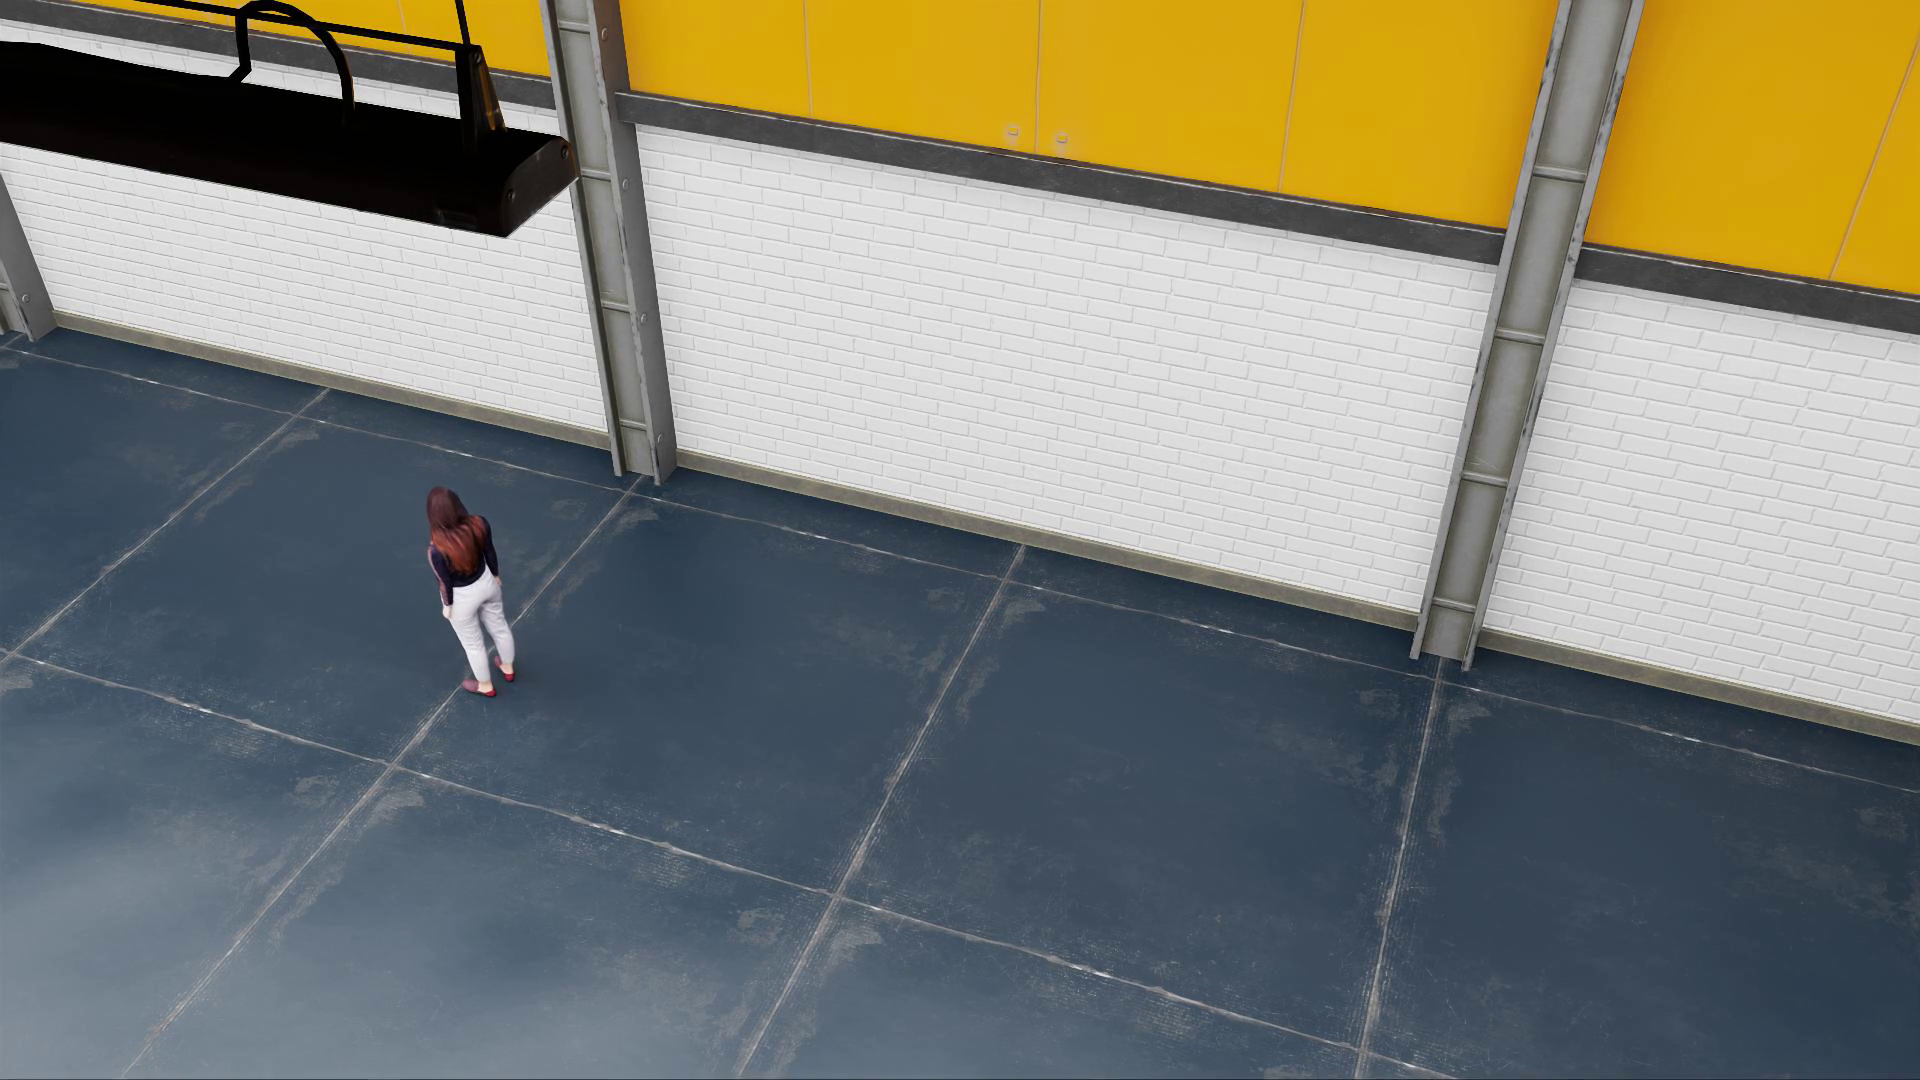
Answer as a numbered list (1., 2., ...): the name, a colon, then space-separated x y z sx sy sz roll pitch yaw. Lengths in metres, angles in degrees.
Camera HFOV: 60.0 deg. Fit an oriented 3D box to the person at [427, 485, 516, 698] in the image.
1. person: -3.064 0.319 10.384 0.633 1.607 0.658 26 46 29
